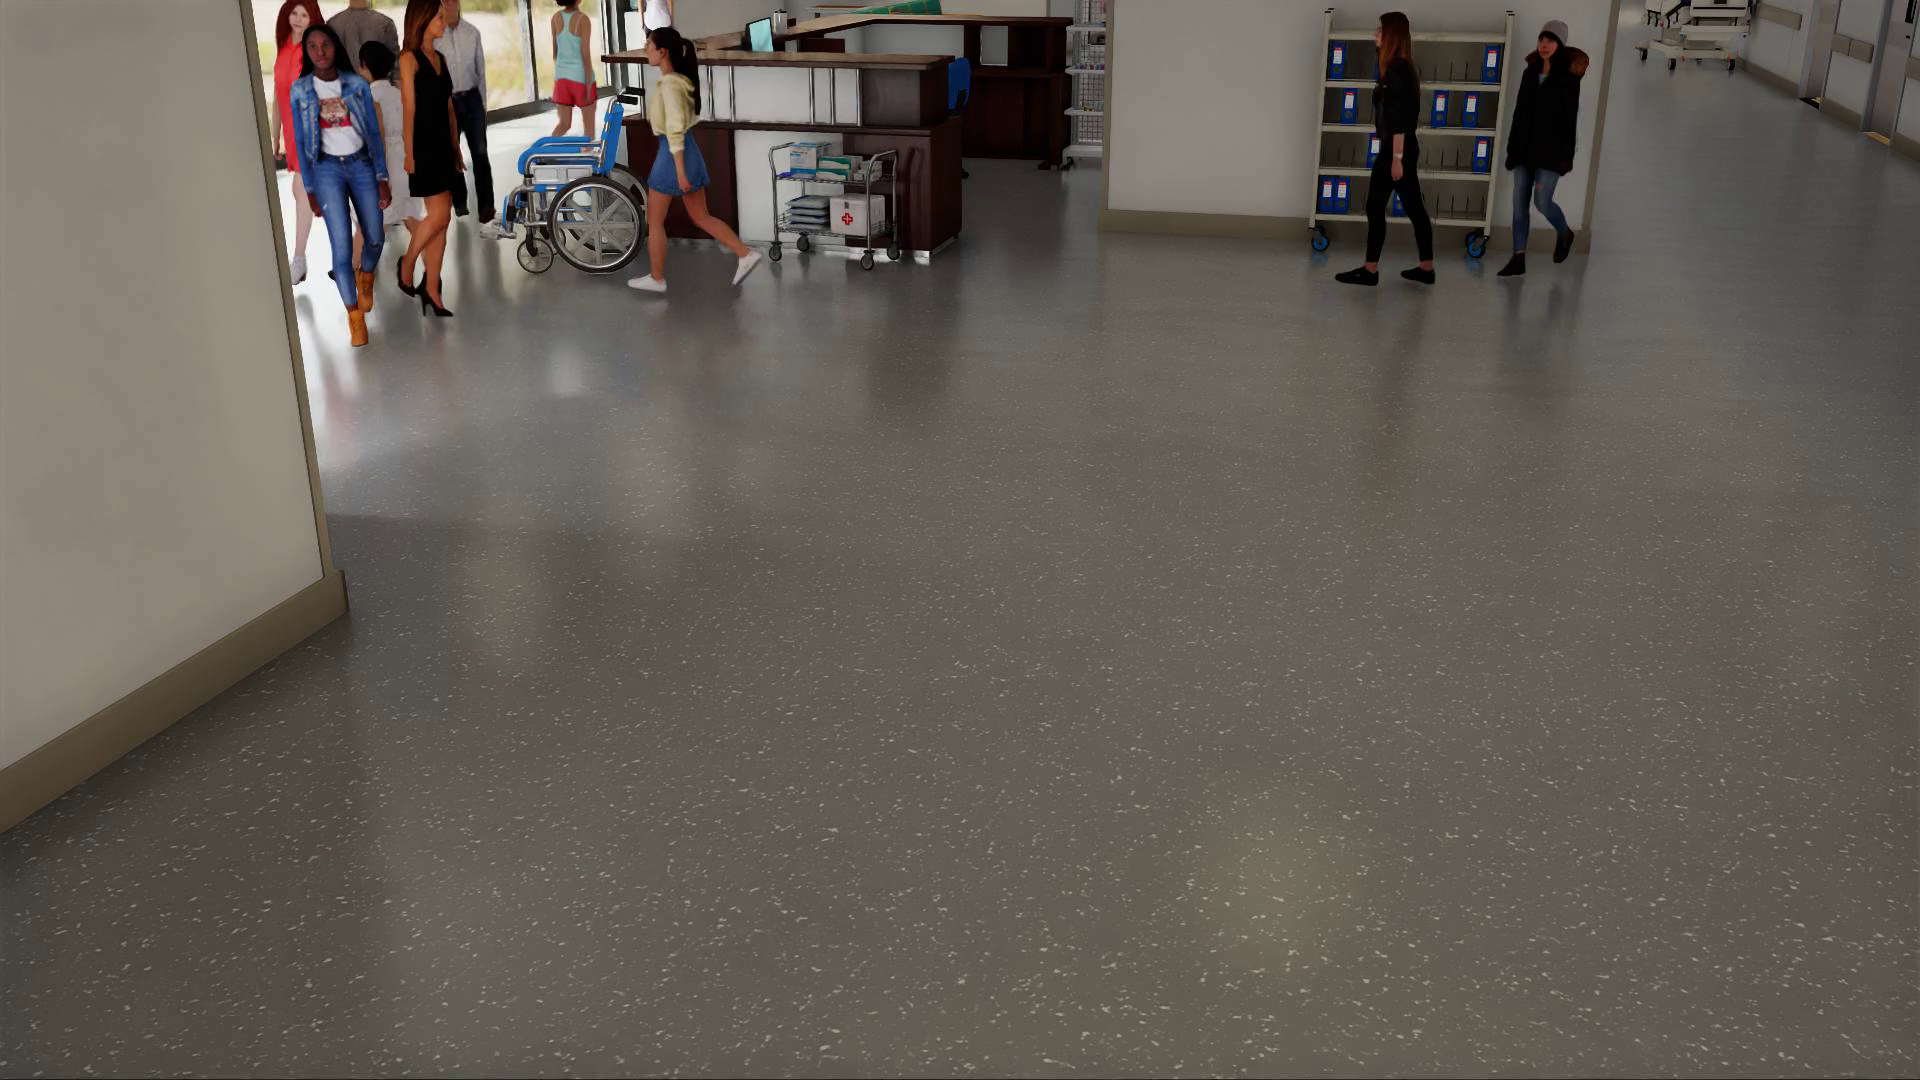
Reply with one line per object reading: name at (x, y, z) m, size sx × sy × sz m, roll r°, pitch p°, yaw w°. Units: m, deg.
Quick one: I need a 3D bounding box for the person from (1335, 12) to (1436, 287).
person at (2.823, -2.432, 10.474) m, size 0.861 × 1.683 × 0.658 m, roll 10°, pitch 23°, yaw 24°

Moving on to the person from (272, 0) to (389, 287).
person at (-4.087, -2.532, 10.604) m, size 1.100 × 1.779 × 0.882 m, roll 14°, pitch 25°, yaw 32°

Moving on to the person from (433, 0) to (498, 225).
person at (-3.865, -3.312, 12.680) m, size 1.144 × 1.768 × 1.150 m, roll -10°, pitch 23°, yaw -24°

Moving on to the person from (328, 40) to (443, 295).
person at (-3.412, -2.239, 10.190) m, size 0.937 × 1.524 × 0.593 m, roll 3°, pitch 21°, yaw 8°

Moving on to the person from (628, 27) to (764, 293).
person at (-1.651, -2.305, 10.254) m, size 1.118 × 1.602 × 0.727 m, roll 3°, pitch 21°, yaw 7°

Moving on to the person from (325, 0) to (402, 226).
person at (-4.313, -3.189, 12.185) m, size 0.918 × 1.888 × 1.005 m, roll -8°, pitch 22°, yaw -20°

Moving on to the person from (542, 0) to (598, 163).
person at (-3.317, -3.839, 14.117) m, size 1.053 × 1.735 × 0.686 m, roll 7°, pitch 22°, yaw 17°

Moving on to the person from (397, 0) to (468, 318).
person at (-3.157, -2.200, 9.672) m, size 0.700 × 1.818 × 0.606 m, roll 7°, pitch 22°, yaw 17°

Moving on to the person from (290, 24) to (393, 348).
person at (-3.411, -1.975, 9.262) m, size 1.113 × 1.686 × 1.095 m, roll -8°, pitch 22°, yaw -20°

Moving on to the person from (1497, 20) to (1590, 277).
person at (3.818, -2.538, 10.837) m, size 0.929 × 1.624 × 0.892 m, roll -15°, pitch 25°, yaw -34°

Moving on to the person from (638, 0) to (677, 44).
person at (-3.826, -6.487, 21.033) m, size 0.518 × 1.788 × 0.699 m, roll 2°, pitch 21°, yaw 5°
